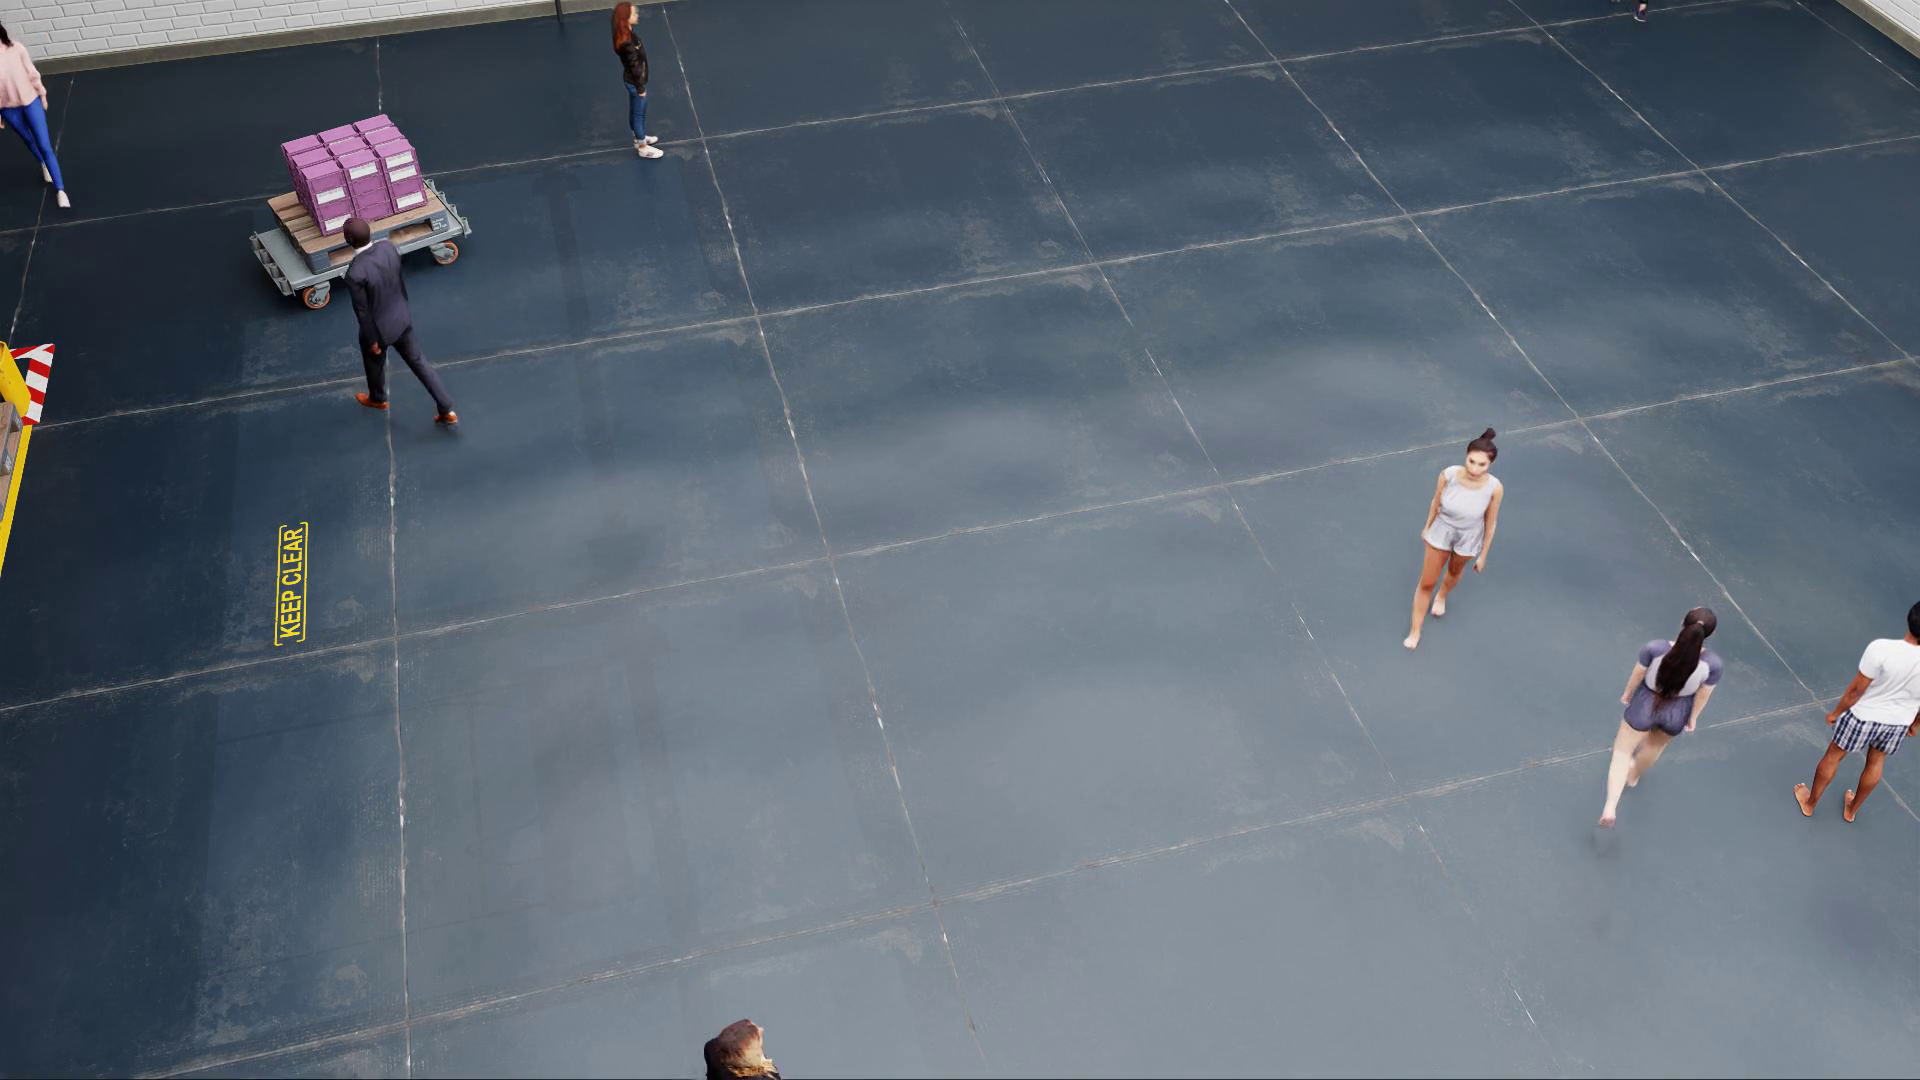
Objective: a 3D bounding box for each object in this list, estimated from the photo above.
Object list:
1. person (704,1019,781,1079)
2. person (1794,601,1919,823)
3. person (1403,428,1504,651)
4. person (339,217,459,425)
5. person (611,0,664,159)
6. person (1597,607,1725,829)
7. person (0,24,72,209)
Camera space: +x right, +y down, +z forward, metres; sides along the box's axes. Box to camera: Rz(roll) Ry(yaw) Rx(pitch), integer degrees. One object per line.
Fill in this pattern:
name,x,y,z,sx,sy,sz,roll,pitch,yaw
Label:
person,-1.062,2.812,7.811,0.962,1.645,0.943,34,53,30
person,5.320,1.007,9.645,0.711,1.731,0.699,10,44,10
person,3.273,-0.089,10.900,0.898,1.586,1.007,16,46,16
person,-4.170,-1.560,12.296,1.279,1.790,1.226,21,48,21
person,-3.008,-4.257,15.348,0.630,1.485,0.468,-14,45,-14
person,4.058,1.050,9.676,0.934,1.625,1.047,16,46,16
person,-8.345,-3.854,14.756,0.753,1.717,1.196,-16,46,-16
